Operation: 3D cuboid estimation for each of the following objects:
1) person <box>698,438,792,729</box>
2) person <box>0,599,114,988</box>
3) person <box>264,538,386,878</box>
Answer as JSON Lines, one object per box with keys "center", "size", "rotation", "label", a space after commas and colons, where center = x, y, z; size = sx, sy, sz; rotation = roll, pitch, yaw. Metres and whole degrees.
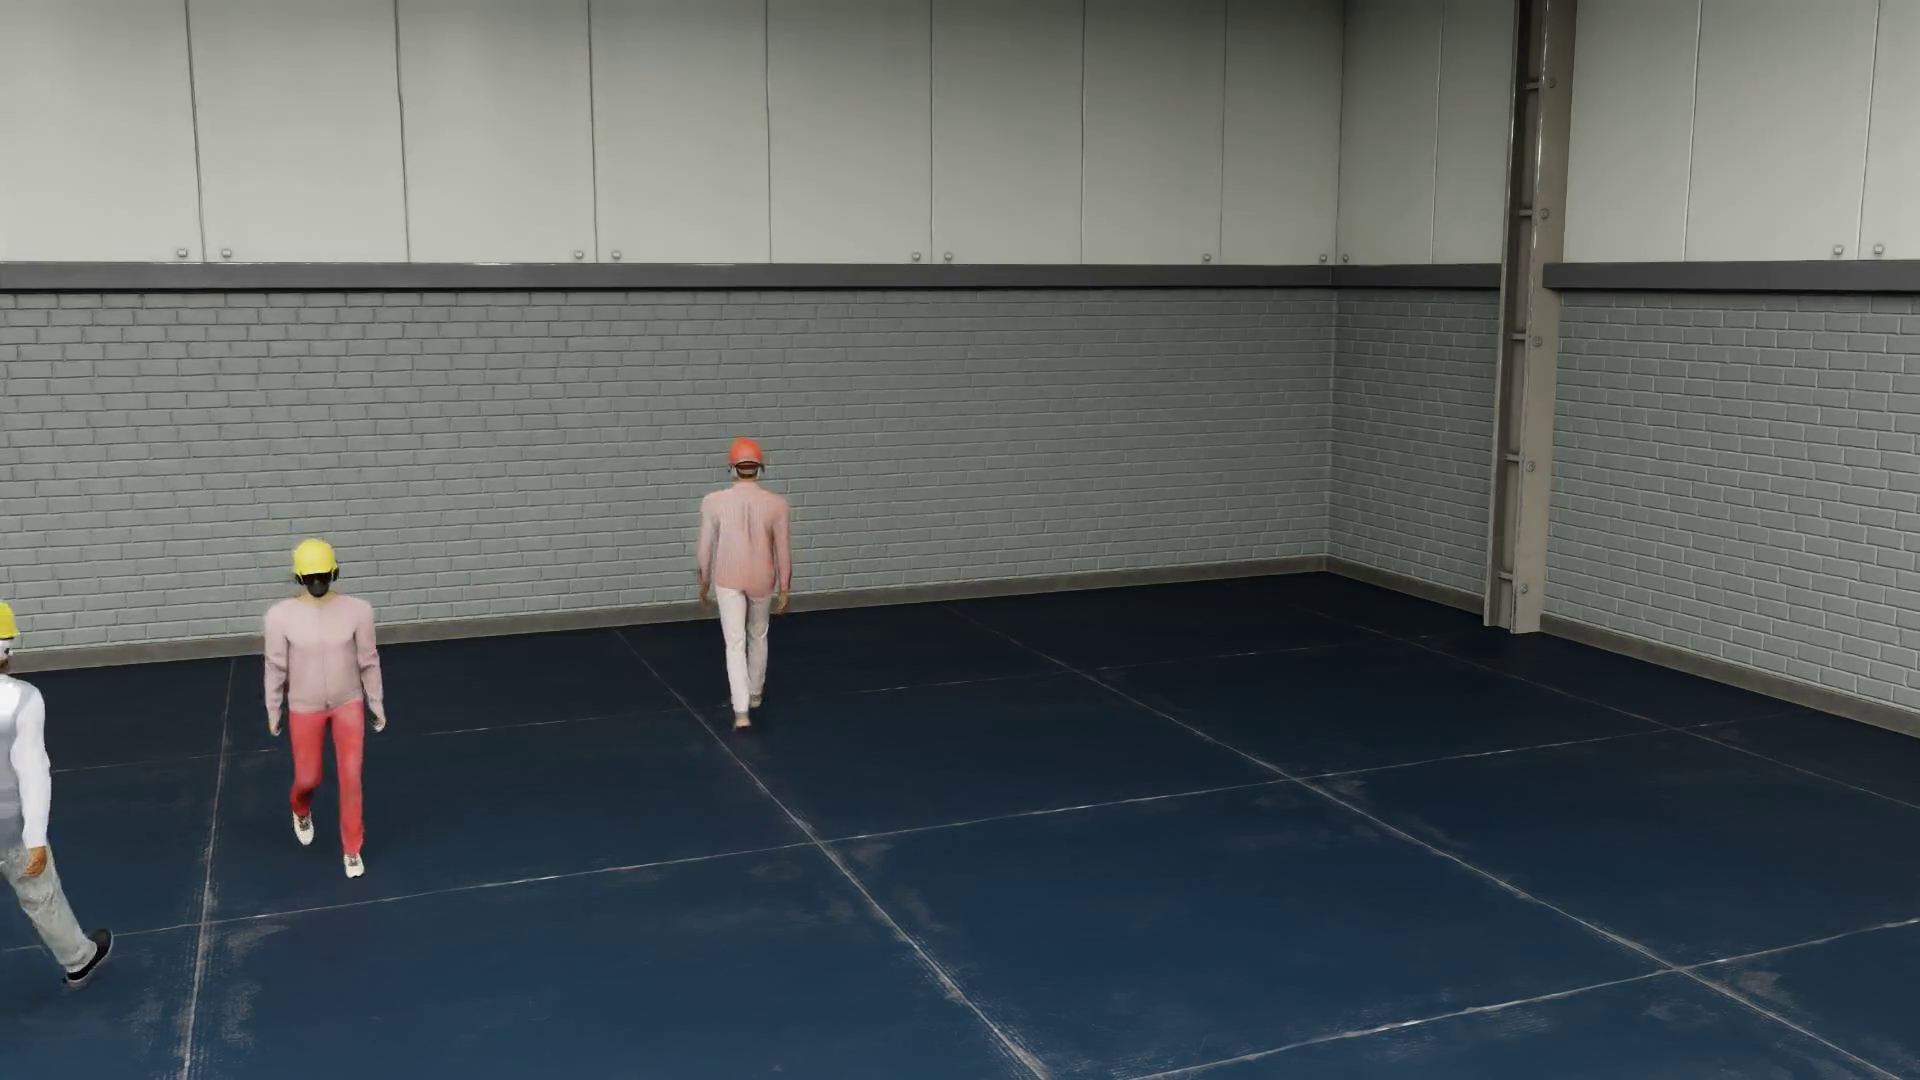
{"center": [-1.461, 0.278, 11.310], "size": [0.612, 1.947, 1.064], "rotation": [-2, 9, -13], "label": "person"}
{"center": [-3.871, 1.092, 6.681], "size": [0.613, 1.767, 0.973], "rotation": [0, 9, -1], "label": "person"}
{"center": [-3.238, 0.825, 8.460], "size": [0.550, 1.745, 0.557], "rotation": [-5, 10, -28], "label": "person"}
